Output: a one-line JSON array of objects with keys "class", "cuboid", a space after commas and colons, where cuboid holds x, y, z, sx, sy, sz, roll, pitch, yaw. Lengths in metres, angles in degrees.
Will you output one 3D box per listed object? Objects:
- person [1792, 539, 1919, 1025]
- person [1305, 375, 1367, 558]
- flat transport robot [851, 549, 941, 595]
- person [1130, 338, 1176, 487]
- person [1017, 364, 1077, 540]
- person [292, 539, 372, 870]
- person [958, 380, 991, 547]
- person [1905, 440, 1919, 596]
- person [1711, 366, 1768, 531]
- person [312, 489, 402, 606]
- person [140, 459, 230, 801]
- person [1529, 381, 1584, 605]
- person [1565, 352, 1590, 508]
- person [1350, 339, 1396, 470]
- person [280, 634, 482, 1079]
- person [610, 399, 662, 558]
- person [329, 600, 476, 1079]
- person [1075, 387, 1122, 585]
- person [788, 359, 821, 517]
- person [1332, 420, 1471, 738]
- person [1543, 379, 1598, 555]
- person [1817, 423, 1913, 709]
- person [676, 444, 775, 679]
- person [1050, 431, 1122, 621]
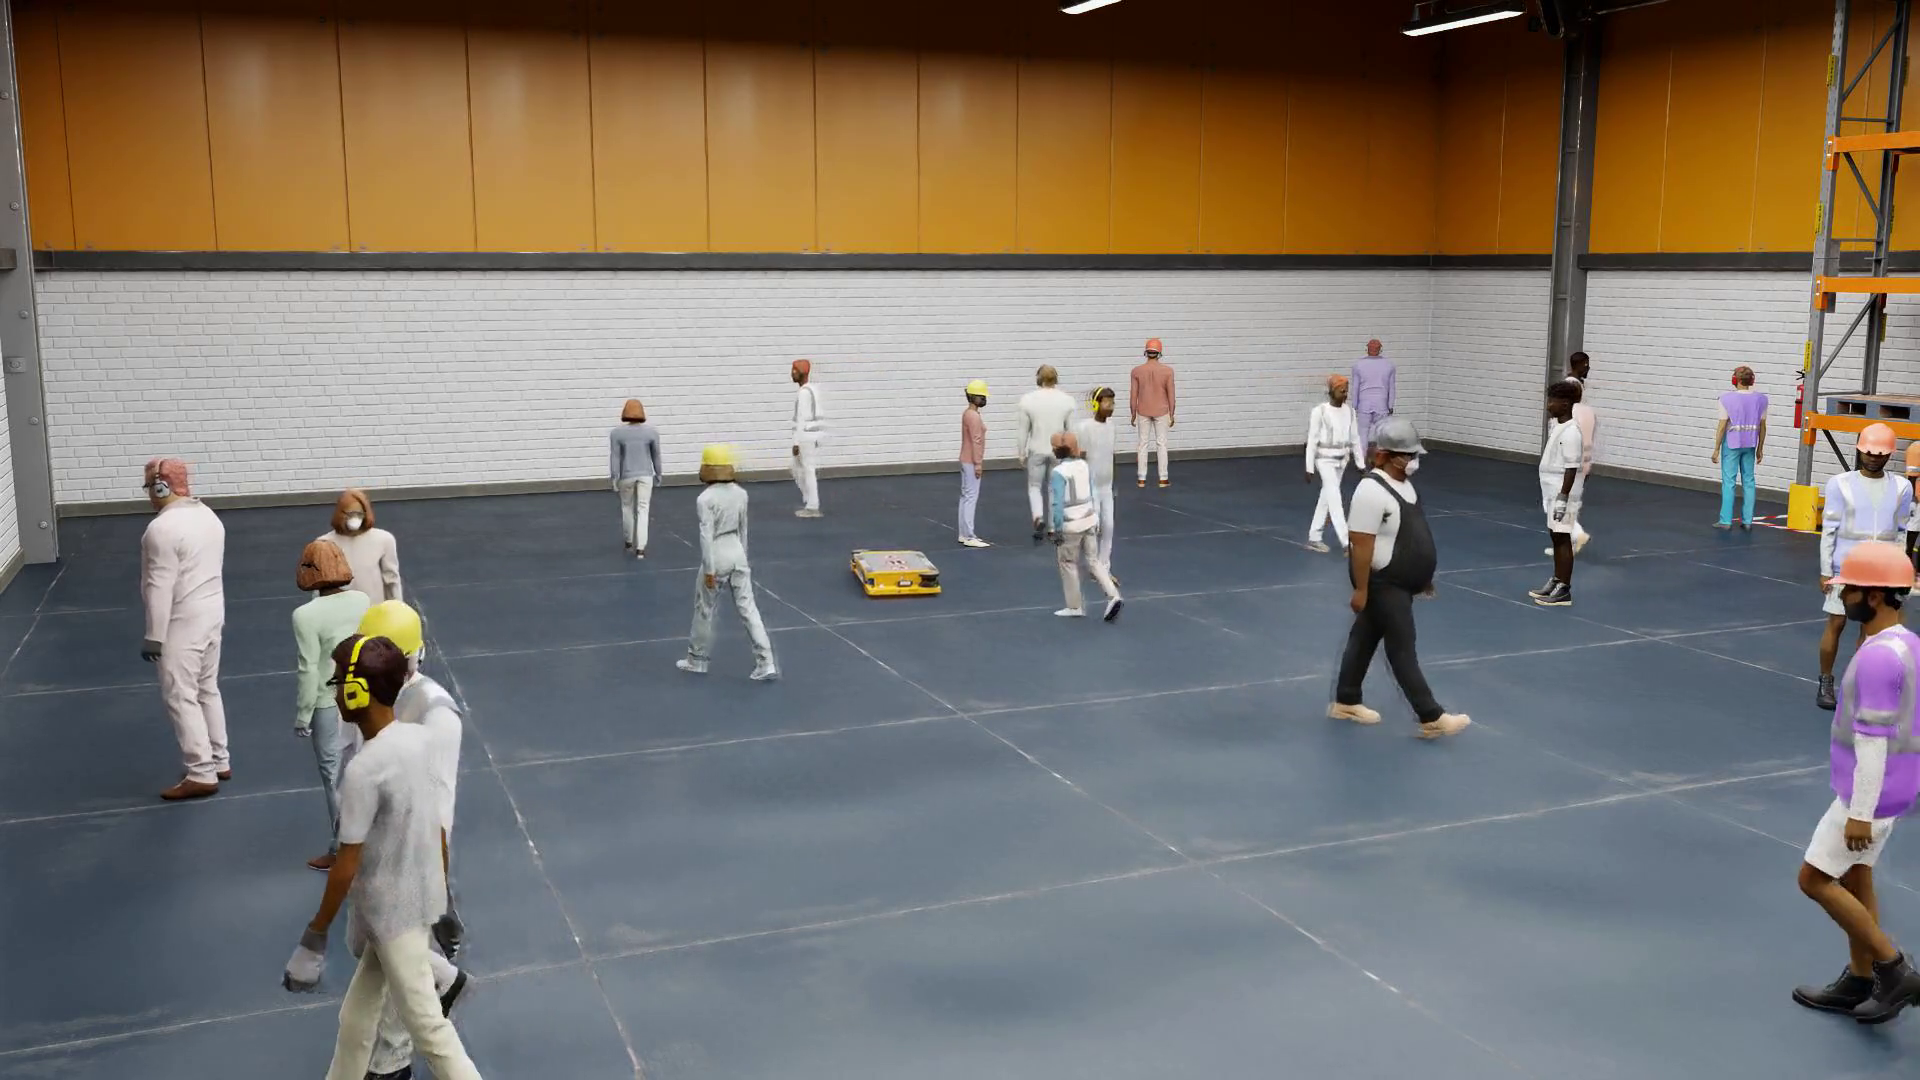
[{"class": "person", "cuboid": [3.503, 0.953, 6.432, 0.426, 1.918, 0.564, 7, 12, 36]}, {"class": "person", "cuboid": [3.881, -0.745, 16.934, 0.598, 1.840, 0.940, -7, 11, -35]}, {"class": "flat transport robot", "cuboid": [-0.613, 0.286, 15.457, 0.652, 0.197, 1.431, -2, 9, -10]}, {"class": "person", "cuboid": [2.583, -1.701, 22.283, 0.611, 1.996, 0.379, 2, 10, 12]}, {"class": "person", "cuboid": [0.935, -0.921, 17.812, 0.644, 1.926, 0.597, 0, 9, -3]}, {"class": "person", "cuboid": [-3.067, 0.807, 8.180, 0.269, 1.632, 0.504, 4, 10, 22]}, {"class": "person", "cuboid": [0.156, -0.809, 17.587, 0.333, 1.763, 0.527, -2, 10, -10]}, {"class": "person", "cuboid": [8.713, -0.345, 14.972, 0.534, 1.697, 0.322, -3, 10, -19]}, {"class": "person", "cuboid": [8.718, -1.017, 18.594, 0.570, 1.843, 0.373, -1, 9, -4]}, {"class": "person", "cuboid": [-3.752, 0.459, 10.368, 0.523, 1.608, 0.613, -4, 10, -21]}, {"class": "person", "cuboid": [-4.336, 0.485, 9.374, 0.457, 1.891, 0.681, 0, 9, 2]}, {"class": "person", "cuboid": [5.247, -0.410, 14.553, 0.367, 1.966, 0.605, 2, 10, 11]}, {"class": "person", "cuboid": [7.509, -1.355, 20.450, 0.377, 1.911, 0.586, 3, 10, 20]}, {"class": "person", "cuboid": [5.973, -1.956, 24.101, 0.638, 1.910, 0.407, 1, 9, 5]}, {"class": "person", "cuboid": [-1.858, 1.205, 5.223, 0.940, 1.818, 0.513, -1, 9, -3]}, {"class": "person", "cuboid": [-3.324, -0.647, 17.073, 0.523, 1.591, 0.831, -2, 10, -12]}, {"class": "person", "cuboid": [-2.026, 1.085, 5.979, 0.619, 1.800, 0.606, 7, 11, 35]}, {"class": "person", "cuboid": [1.256, -0.511, 15.505, 0.533, 1.849, 0.570, -7, 12, -37]}, {"class": "person", "cuboid": [-1.856, -1.191, 19.544, 0.476, 1.871, 0.589, 1, 9, 3]}, {"class": "person", "cuboid": [2.810, 0.219, 10.513, 0.987, 2.000, 0.701, 6, 11, 30]}, {"class": "person", "cuboid": [6.174, -0.702, 16.770, 0.624, 1.829, 0.546, -6, 11, -31]}, {"class": "person", "cuboid": [6.014, 0.183, 11.055, 0.548, 1.934, 0.375, 1, 9, 8]}, {"class": "person", "cuboid": [-1.674, 0.154, 11.949, 0.903, 1.700, 0.501, 8, 12, 39]}, {"class": "person", "cuboid": [1.060, -0.100, 13.792, 0.635, 1.599, 0.586, 7, 11, 35]}]
